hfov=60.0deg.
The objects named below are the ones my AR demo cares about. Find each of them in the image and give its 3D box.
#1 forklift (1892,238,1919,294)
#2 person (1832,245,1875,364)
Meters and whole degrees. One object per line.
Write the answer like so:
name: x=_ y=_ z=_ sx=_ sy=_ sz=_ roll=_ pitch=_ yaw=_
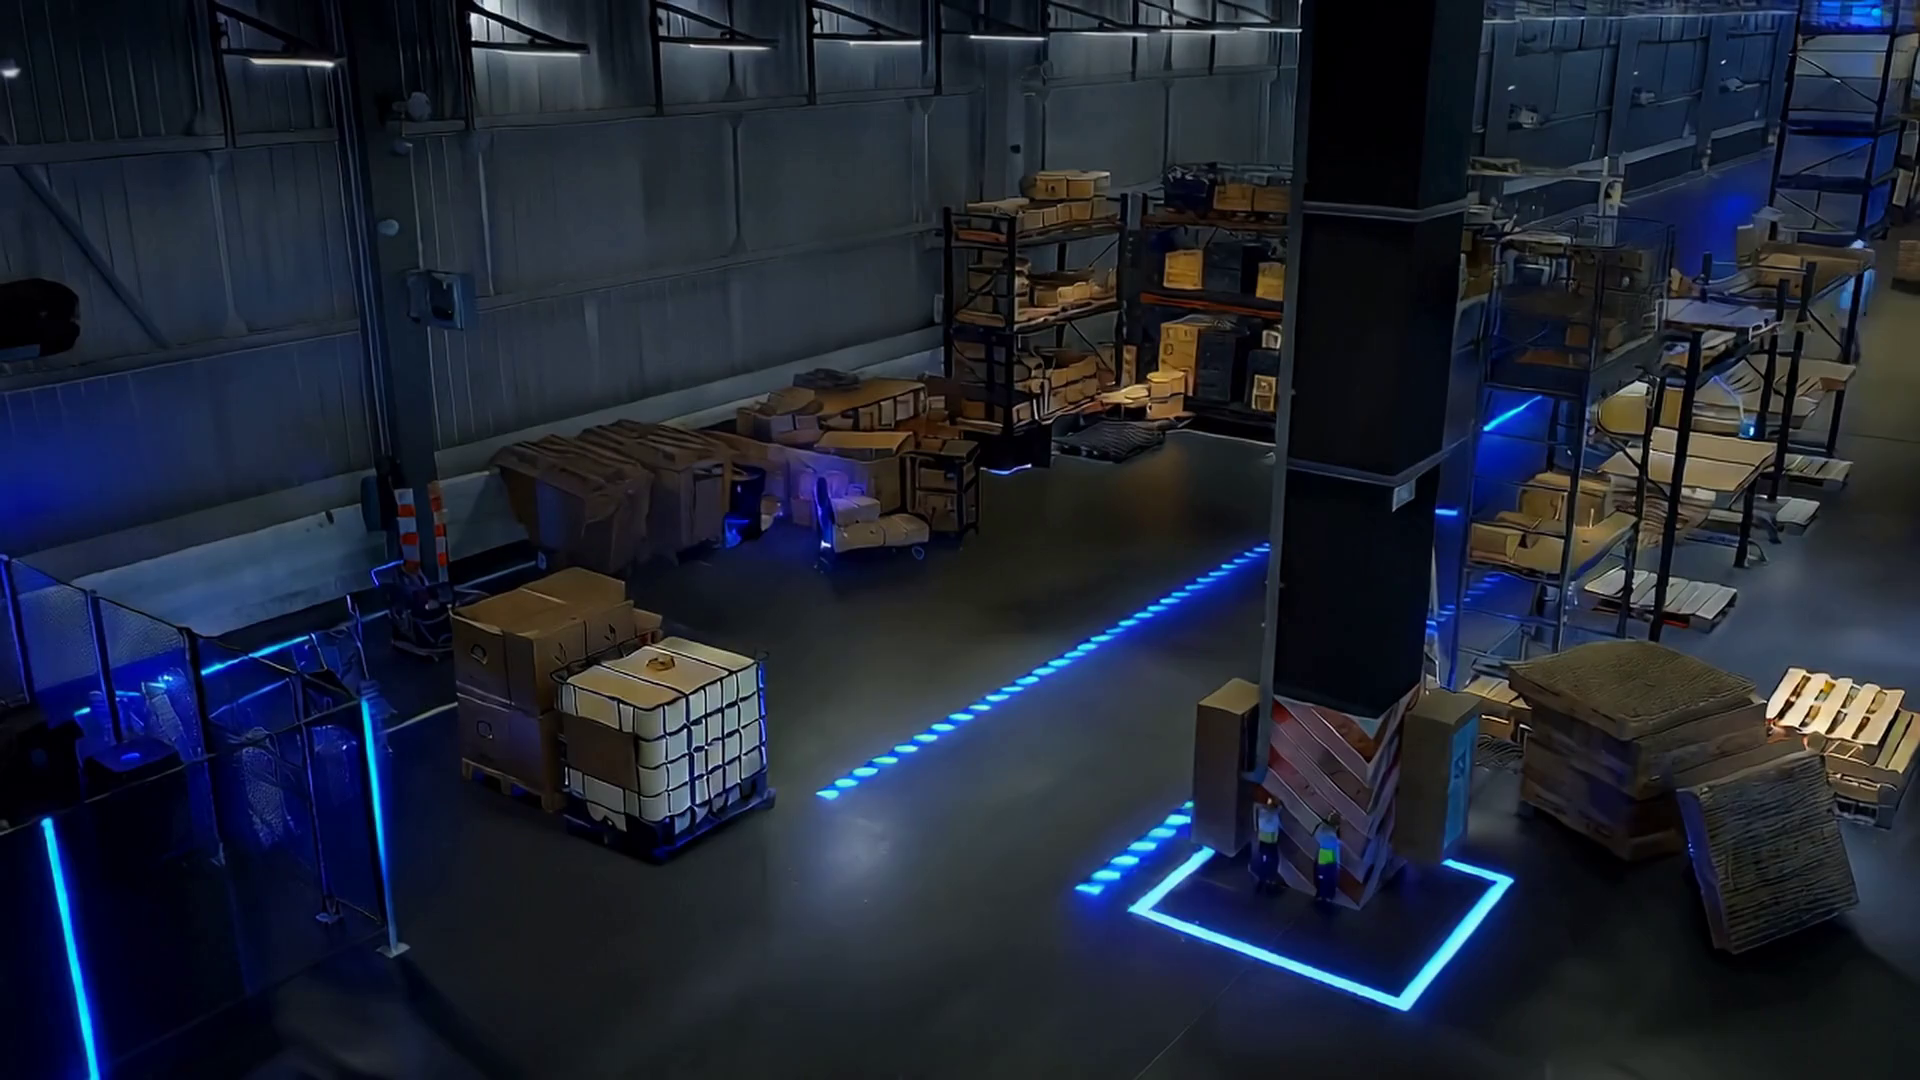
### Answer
forklift: x=19.674 y=-6.282 z=32.846 sx=1.873 sy=2.768 sz=1.129 roll=-9 pitch=20 yaw=-26
person: x=14.231 y=-3.722 z=26.531 sx=0.568 sy=1.918 sz=0.497 roll=1 pitch=18 yaw=4
